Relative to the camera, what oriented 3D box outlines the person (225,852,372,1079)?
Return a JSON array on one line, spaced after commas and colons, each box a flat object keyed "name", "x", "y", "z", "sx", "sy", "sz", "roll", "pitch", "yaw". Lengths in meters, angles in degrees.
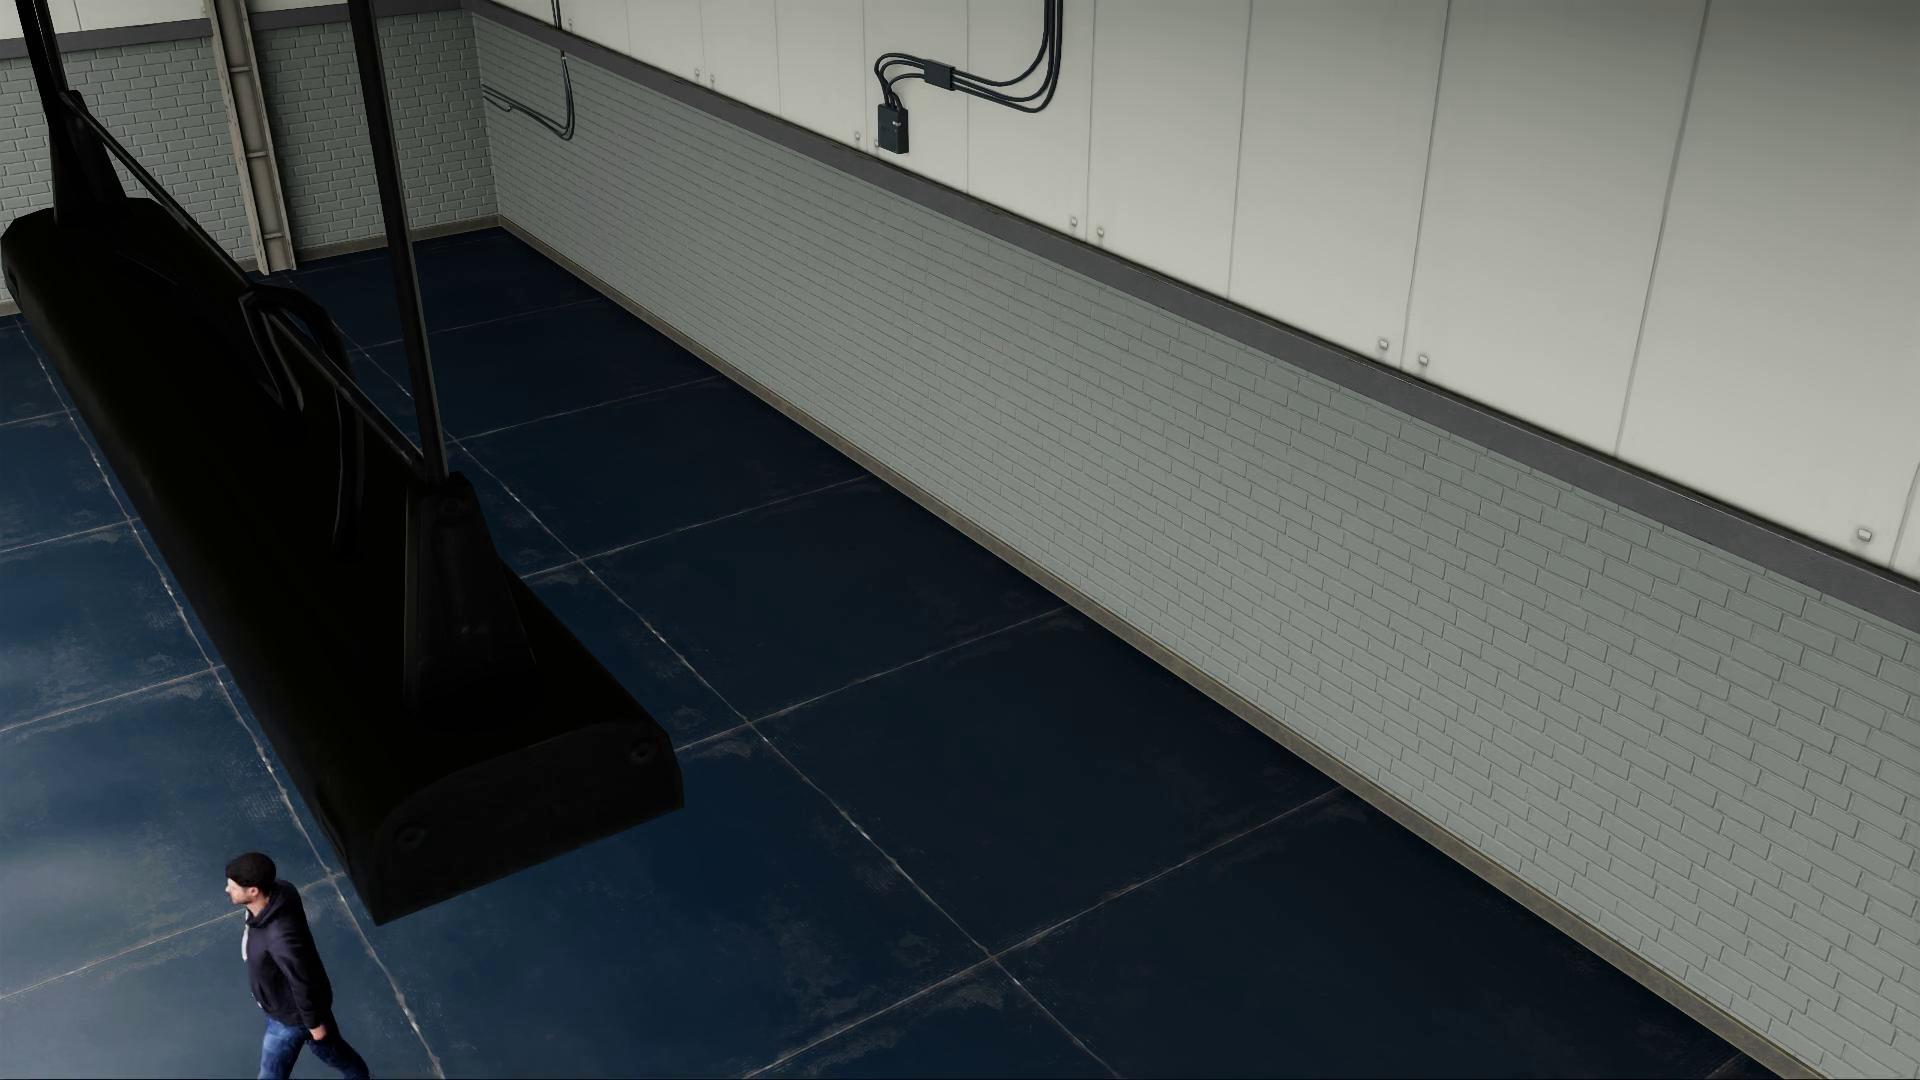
[{"name": "person", "x": -3.201, "y": 2.280, "z": 8.280, "sx": 1.116, "sy": 1.857, "sz": 0.861, "roll": -9, "pitch": 29, "yaw": -16}]
